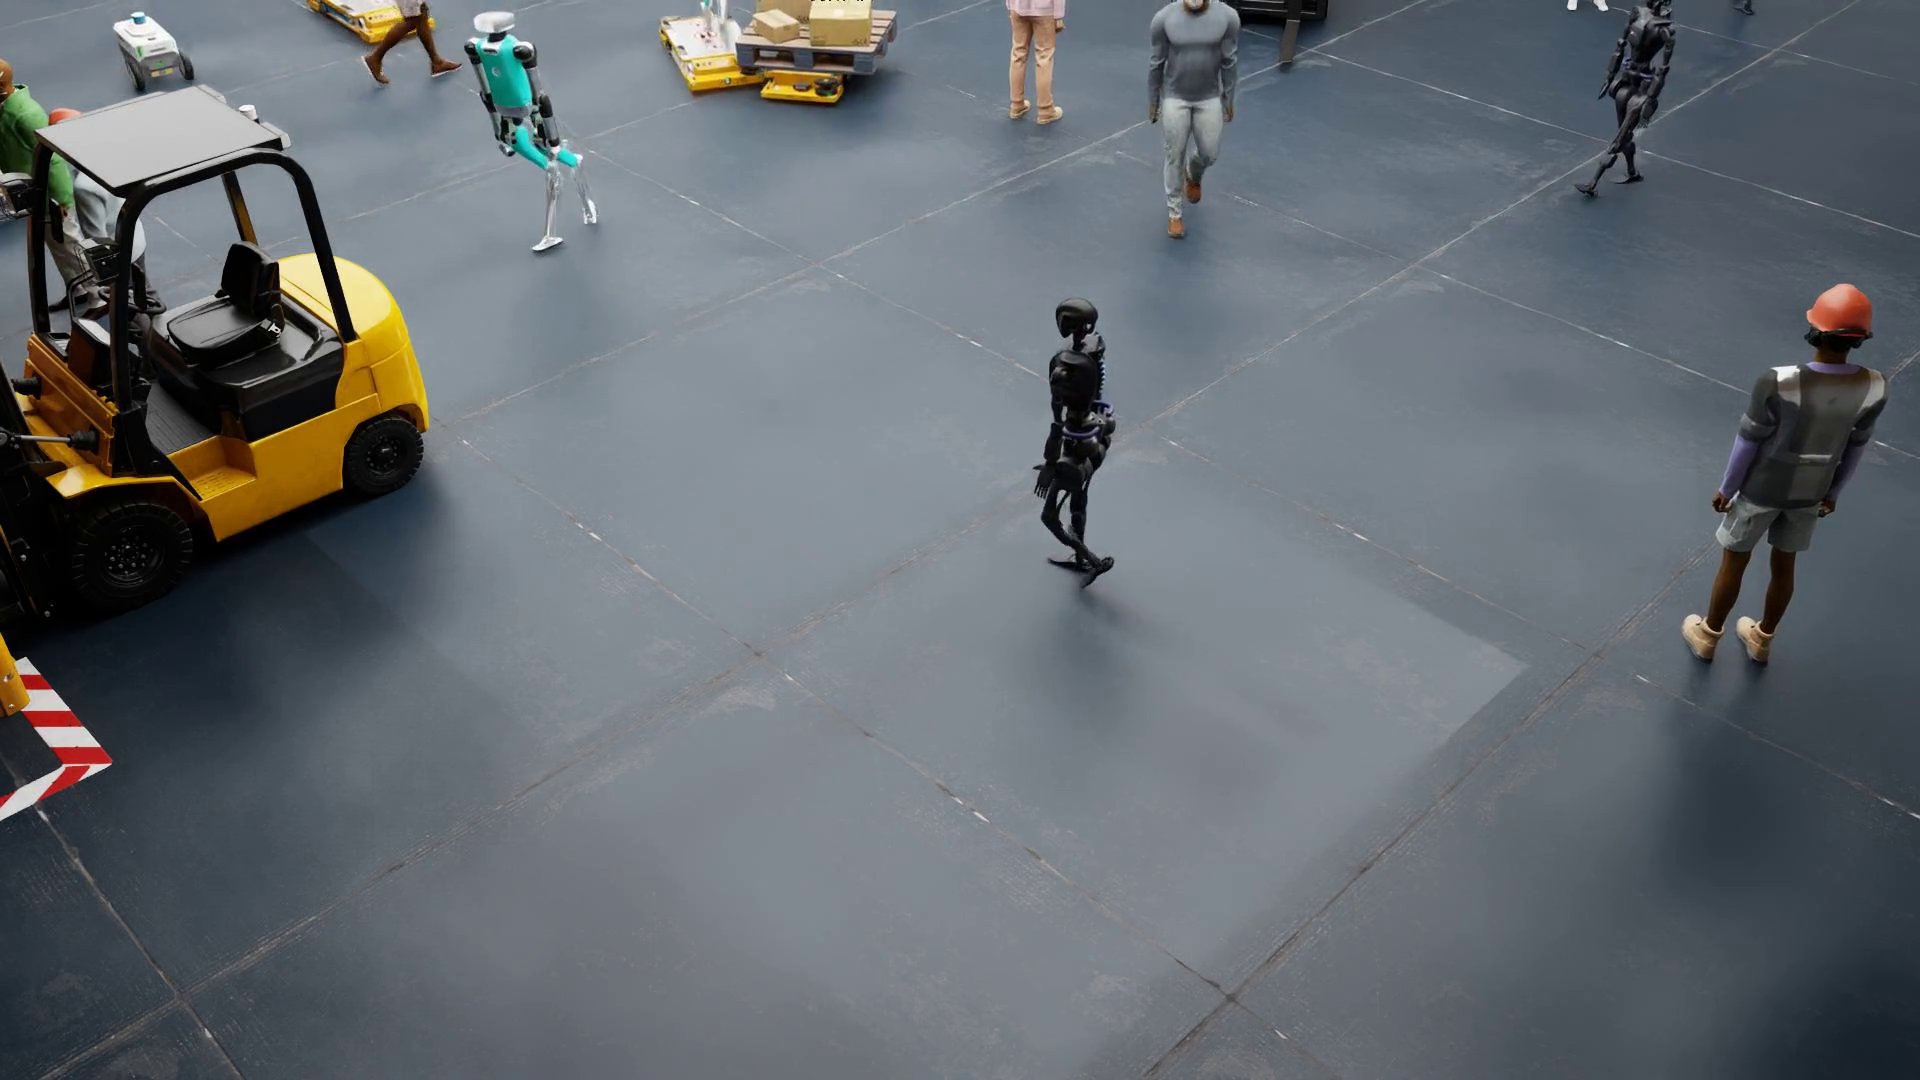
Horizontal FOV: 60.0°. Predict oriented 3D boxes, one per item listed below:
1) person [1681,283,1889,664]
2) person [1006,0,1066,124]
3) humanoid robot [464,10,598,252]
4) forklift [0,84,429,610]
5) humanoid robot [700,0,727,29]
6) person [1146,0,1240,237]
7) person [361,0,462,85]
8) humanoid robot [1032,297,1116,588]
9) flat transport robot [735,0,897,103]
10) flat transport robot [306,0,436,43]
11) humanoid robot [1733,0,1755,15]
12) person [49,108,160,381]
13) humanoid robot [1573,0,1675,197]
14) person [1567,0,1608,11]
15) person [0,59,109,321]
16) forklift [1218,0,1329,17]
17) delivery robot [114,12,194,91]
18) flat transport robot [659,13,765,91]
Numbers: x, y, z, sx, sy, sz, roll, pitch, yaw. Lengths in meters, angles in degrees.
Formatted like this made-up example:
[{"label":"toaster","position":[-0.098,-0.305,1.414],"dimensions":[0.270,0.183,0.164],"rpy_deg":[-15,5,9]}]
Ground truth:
[{"label":"person","position":[3.906,-0.278,7.902],"dimensions":[0.597,2.035,0.396],"rpy_deg":[-1,37,-1]},{"label":"person","position":[0.597,-4.252,13.425],"dimensions":[0.541,1.778,0.402],"rpy_deg":[20,41,25]},{"label":"humanoid robot","position":[-2.920,-2.939,11.738],"dimensions":[0.564,1.793,0.930],"rpy_deg":[14,39,18]},{"label":"forklift","position":[-4.145,-1.093,8.856],"dimensions":[2.313,2.155,1.214],"rpy_deg":[-31,47,-34]},{"label":"humanoid robot","position":[-2.123,-5.092,14.662],"dimensions":[0.550,1.860,0.782],"rpy_deg":[-15,39,-19]},{"label":"person","position":[1.627,-3.141,11.815],"dimensions":[0.643,1.926,0.603],"rpy_deg":[1,37,1]},{"label":"person","position":[-4.817,-4.807,14.144],"dimensions":[0.800,1.805,0.554],"rpy_deg":[-23,42,-28]},{"label":"humanoid robot","position":[0.651,-0.487,8.470],"dimensions":[0.446,1.641,0.592],"rpy_deg":[17,40,22]},{"label":"flat transport robot","position":[-1.238,-4.202,14.621],"dimensions":[0.659,0.231,1.431],"rpy_deg":[6,37,8]},{"label":"flat transport robot","position":[-5.606,-5.049,15.756],"dimensions":[0.659,0.231,1.431],"rpy_deg":[-27,45,-31]},{"label":"humanoid robot","position":[7.530,-5.867,15.690],"dimensions":[0.589,1.636,0.641],"rpy_deg":[-9,38,-12]},{"label":"person","position":[-5.188,-1.804,10.184],"dimensions":[0.351,1.738,0.571],"rpy_deg":[-3,37,-4]},{"label":"humanoid robot","position":[4.976,-3.361,12.354],"dimensions":[0.774,1.624,0.588],"rpy_deg":[-12,38,-16]},{"label":"person","position":[6.081,-5.810,15.625],"dimensions":[0.514,1.641,0.308],"rpy_deg":[2,37,3]},{"label":"person","position":[-5.931,-2.249,10.742],"dimensions":[0.545,1.782,0.383],"rpy_deg":[27,44,31]},{"label":"forklift","position":[3.106,-6.400,15.960],"dimensions":[1.214,2.155,2.313],"rpy_deg":[8,37,10]},{"label":"delivery robot","position":[-7.071,-4.282,14.491],"dimensions":[0.499,0.595,0.797],"rpy_deg":[-25,43,-30]},{"label":"flat transport robot","position":[-2.237,-4.380,14.859],"dimensions":[0.659,0.231,1.431],"rpy_deg":[-12,38,-15]}]
